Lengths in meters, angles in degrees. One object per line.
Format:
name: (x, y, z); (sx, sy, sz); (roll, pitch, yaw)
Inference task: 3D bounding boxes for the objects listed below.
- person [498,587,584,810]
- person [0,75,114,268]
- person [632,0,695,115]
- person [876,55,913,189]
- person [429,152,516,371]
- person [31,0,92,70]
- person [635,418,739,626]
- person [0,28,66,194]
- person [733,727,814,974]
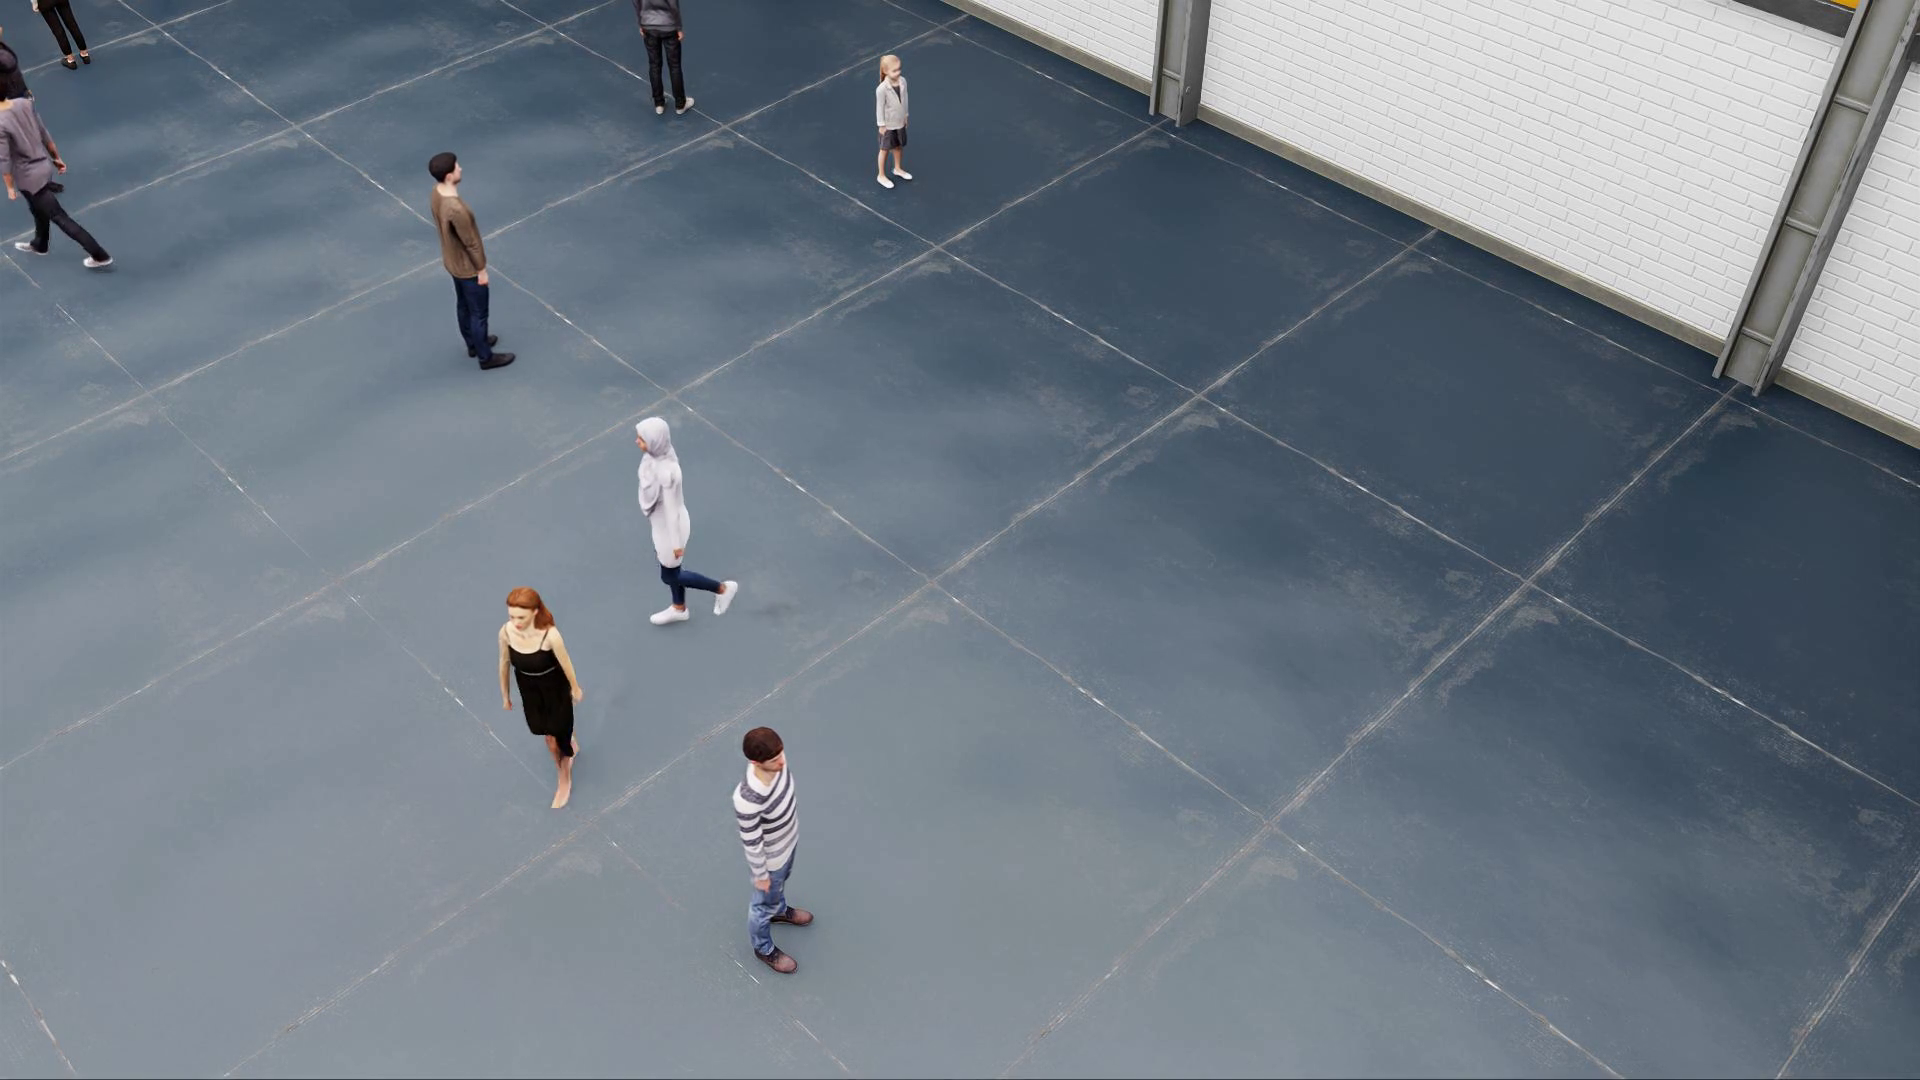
person: (-2.487, 0.835, 10.104); (0.817, 1.608, 0.851); (10, 44, 10)
person: (-7.755, -3.072, 14.061); (1.287, 1.806, 1.143); (6, 44, 6)
person: (-2.902, -4.961, 16.077); (0.670, 1.760, 0.764); (7, 44, 7)
person: (-0.628, -3.864, 15.278); (0.509, 1.274, 0.525); (-31, 52, -28)
person: (-3.896, -2.192, 13.079); (0.735, 1.886, 0.530); (-27, 50, -26)
person: (-9.209, -5.501, 16.844); (0.537, 1.484, 0.479); (-34, 53, -30)
person: (-1.836, -0.108, 10.982); (0.895, 1.762, 0.902); (-12, 45, -12)
person: (-8.582, -3.975, 15.050); (0.946, 1.749, 0.832); (-10, 44, -10)
person: (-1.037, 1.643, 9.078); (0.710, 1.852, 0.722); (10, 45, 10)
